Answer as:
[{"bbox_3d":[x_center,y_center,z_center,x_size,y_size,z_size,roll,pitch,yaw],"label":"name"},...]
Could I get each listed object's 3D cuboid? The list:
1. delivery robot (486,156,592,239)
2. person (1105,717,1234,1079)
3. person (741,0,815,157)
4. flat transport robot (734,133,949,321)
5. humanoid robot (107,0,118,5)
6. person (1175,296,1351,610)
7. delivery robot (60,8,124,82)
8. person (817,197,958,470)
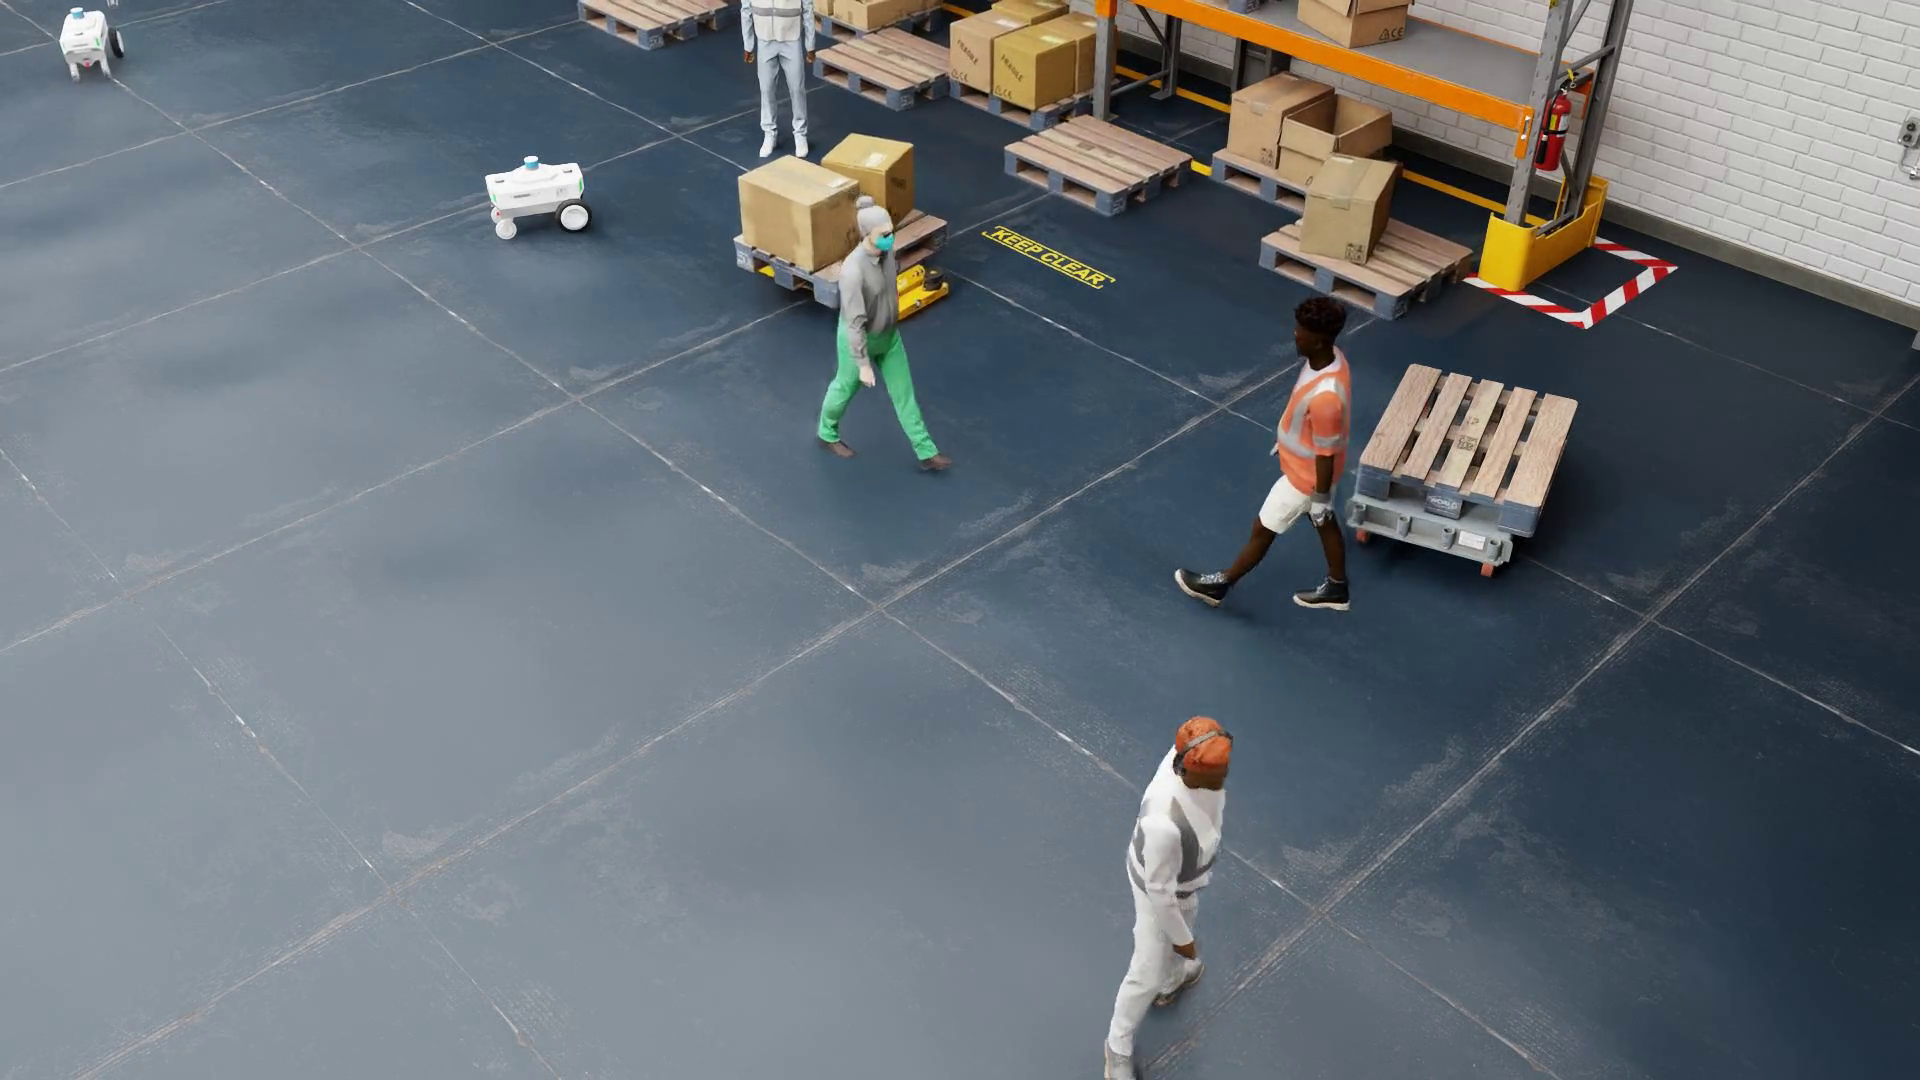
[{"bbox_3d":[-3.244,-2.657,12.825,0.813,0.609,0.499,-12,39,-16],"label":"delivery robot"},{"bbox_3d":[0.844,1.309,6.486,0.361,1.865,0.756,18,41,22],"label":"person"},{"bbox_3d":[-1.472,-4.076,13.569,0.599,1.912,0.388,0,37,1],"label":"person"},{"bbox_3d":[-0.838,-1.974,12.146,1.431,0.231,0.659,27,45,31],"label":"flat transport robot"},{"bbox_3d":[-8.572,-6.207,16.628,0.542,1.900,0.723,-10,38,-13],"label":"humanoid robot"},{"bbox_3d":[1.705,-0.422,8.729,0.998,1.910,0.608,10,38,12],"label":"person"},{"bbox_3d":[-8.097,-4.634,15.411,0.499,0.570,0.750,-11,39,-15],"label":"delivery robot"},{"bbox_3d":[-0.491,-1.184,9.840,0.978,1.789,0.560,22,42,26],"label":"person"}]
